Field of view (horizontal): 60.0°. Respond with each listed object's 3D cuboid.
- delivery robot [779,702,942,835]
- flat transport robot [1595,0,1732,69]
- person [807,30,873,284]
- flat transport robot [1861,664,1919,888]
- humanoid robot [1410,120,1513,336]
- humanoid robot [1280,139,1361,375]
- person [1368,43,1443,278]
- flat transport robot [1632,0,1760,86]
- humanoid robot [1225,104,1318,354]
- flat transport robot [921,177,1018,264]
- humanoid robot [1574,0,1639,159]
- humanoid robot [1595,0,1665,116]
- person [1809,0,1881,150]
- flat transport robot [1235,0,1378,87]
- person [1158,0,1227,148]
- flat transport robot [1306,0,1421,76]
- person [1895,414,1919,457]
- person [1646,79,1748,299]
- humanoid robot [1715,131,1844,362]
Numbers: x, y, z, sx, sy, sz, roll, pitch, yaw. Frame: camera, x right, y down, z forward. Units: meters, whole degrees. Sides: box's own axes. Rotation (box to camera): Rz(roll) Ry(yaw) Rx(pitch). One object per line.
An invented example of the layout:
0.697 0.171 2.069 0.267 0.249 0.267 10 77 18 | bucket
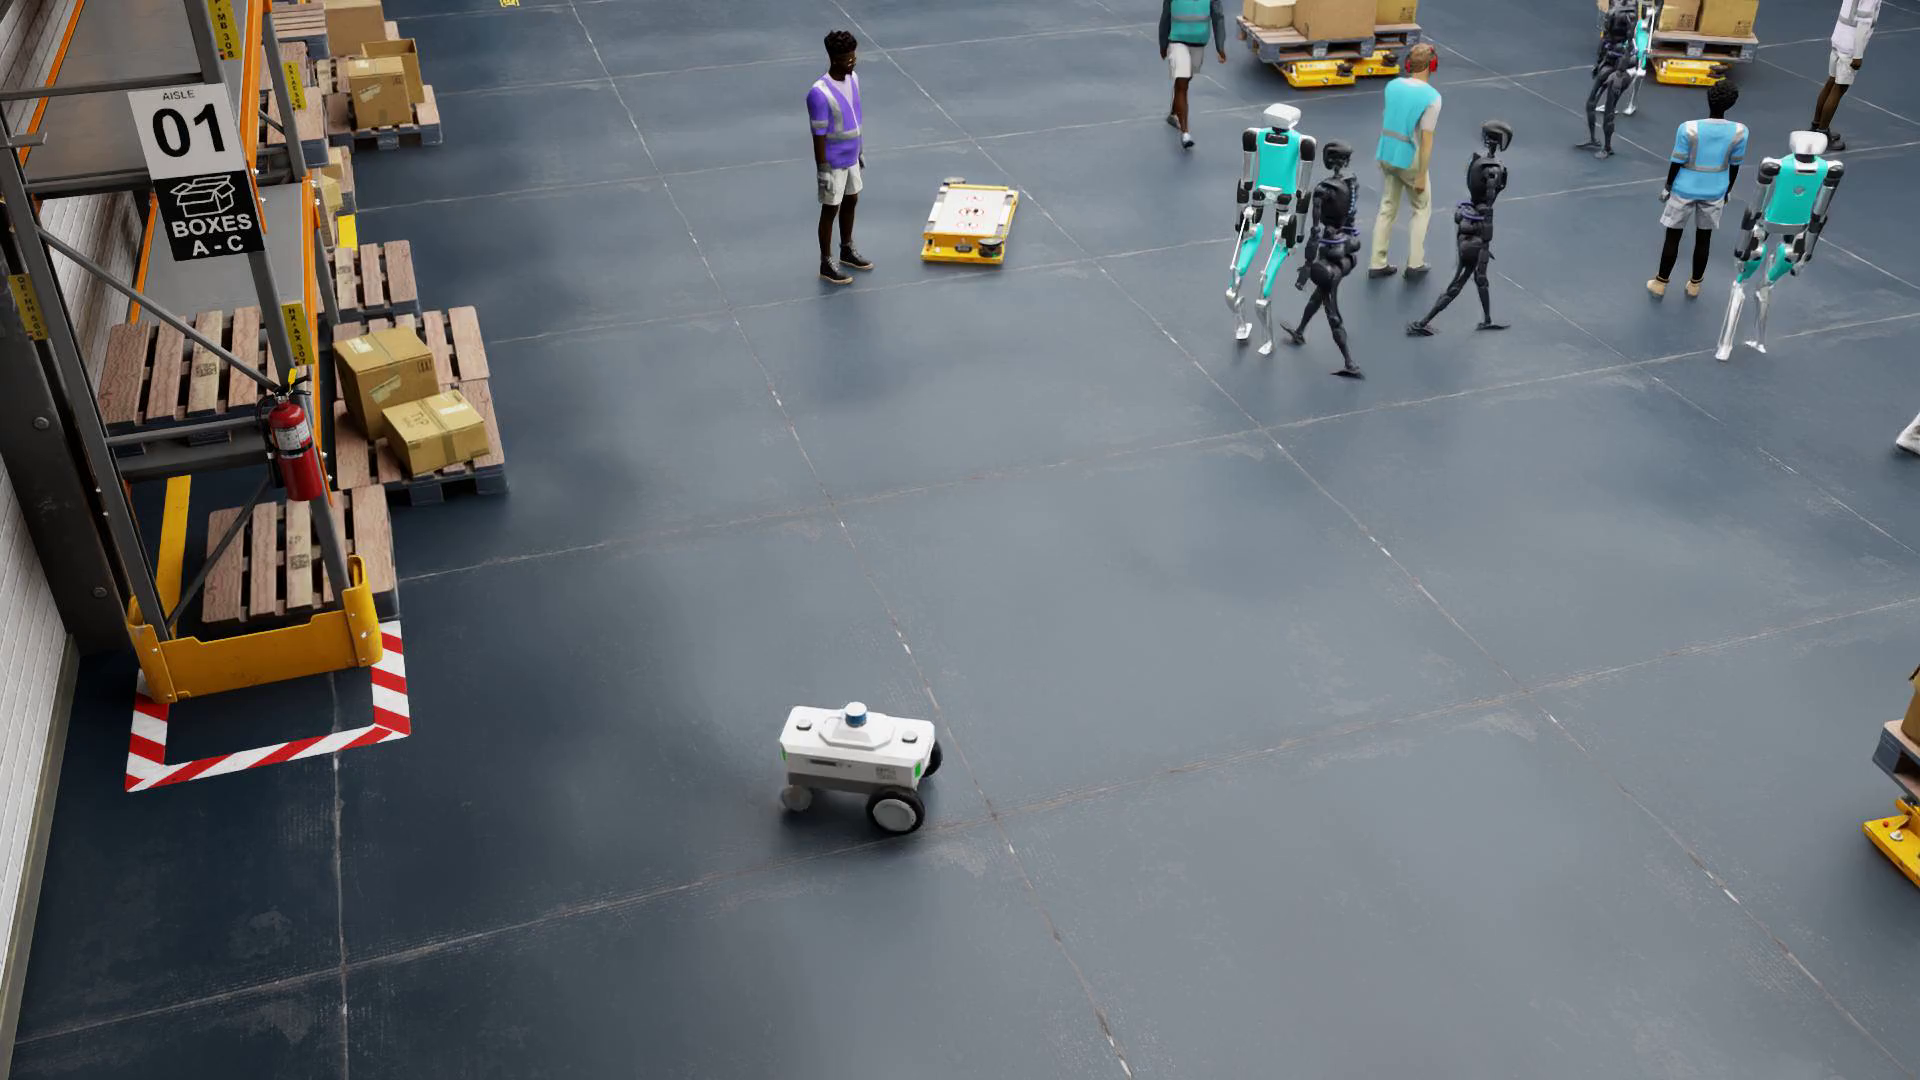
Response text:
-0.462 1.055 7.995 0.796 0.613 0.499 6 34 9 | delivery robot
7.688 -5.379 18.108 0.659 0.231 1.431 -8 34 -12 | flat transport robot
-0.927 -2.969 12.871 0.375 1.957 0.609 17 37 24 | person
5.035 1.393 7.722 1.431 0.231 0.659 -8 34 -12 | flat transport robot
3.733 -2.240 12.053 0.776 1.621 0.610 3 33 5 | humanoid robot
2.636 -2.008 11.705 0.811 1.620 0.604 27 42 35 | humanoid robot
3.468 -2.936 12.947 0.580 1.808 0.608 -20 38 -27 | person
7.735 -5.167 17.783 0.659 0.231 1.431 6 34 10 | flat transport robot
2.127 -2.132 11.758 0.535 1.773 0.683 16 36 23 | humanoid robot
0.098 -2.687 13.979 0.659 0.231 1.431 4 33 6 | flat transport robot
5.993 -4.335 15.228 0.344 1.649 0.605 -2 33 -3 | humanoid robot
6.550 -4.954 16.084 0.530 1.747 0.764 2 33 3 | humanoid robot
8.265 -4.585 15.376 0.383 1.929 0.541 5 33 8 | person
3.655 -5.154 17.764 0.659 0.231 1.431 -5 33 -8 | flat transport robot
2.166 -4.621 15.474 0.581 1.871 1.060 -7 34 -10 | person
4.218 -5.344 18.055 0.659 0.231 1.431 -4 33 -6 | flat transport robot
6.404 -1.205 10.403 0.586 1.687 0.486 9 34 13 | person
5.590 -2.643 12.604 0.541 1.695 0.316 3 33 5 | person
5.688 -2.092 11.738 0.530 1.789 0.796 5 33 7 | humanoid robot
